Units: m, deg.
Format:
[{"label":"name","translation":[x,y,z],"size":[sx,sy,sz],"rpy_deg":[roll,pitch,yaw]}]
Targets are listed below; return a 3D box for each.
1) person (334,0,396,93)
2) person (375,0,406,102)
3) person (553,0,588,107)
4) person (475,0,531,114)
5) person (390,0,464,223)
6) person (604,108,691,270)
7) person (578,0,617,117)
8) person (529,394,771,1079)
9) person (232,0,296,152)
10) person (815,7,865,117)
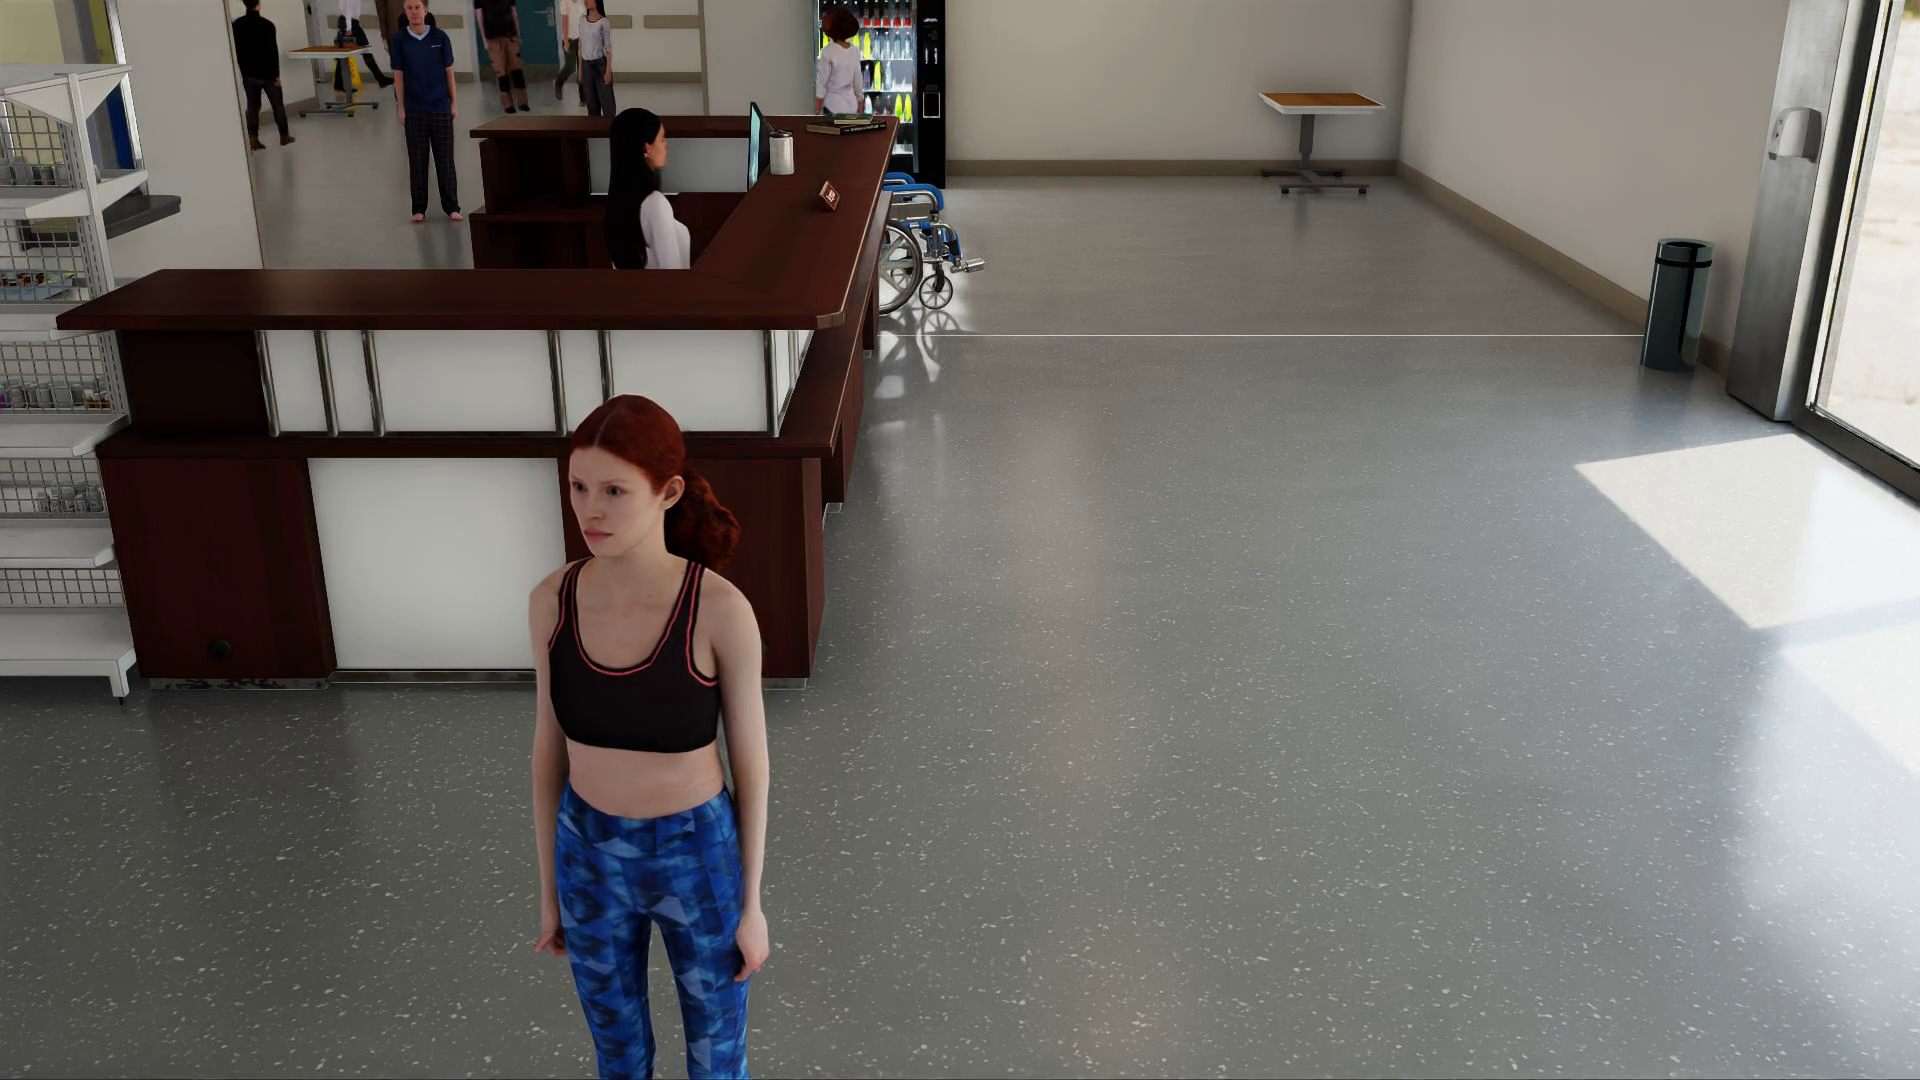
[{"label":"person","translation":[-8.833,-7.346,23.822],"size":[1.272,1.833,1.051],"rpy_deg":[-9,23,-23]},{"label":"person","translation":[-7.124,-6.350,21.144],"size":[1.151,1.866,1.146],"rpy_deg":[-16,26,-35]},{"label":"person","translation":[-5.207,-6.637,22.221],"size":[1.029,1.641,0.926],"rpy_deg":[16,26,36]},{"label":"person","translation":[-5.906,-6.408,21.376],"size":[0.897,1.810,0.942],"rpy_deg":[-10,23,-25]},{"label":"person","translation":[-4.465,-3.619,13.927],"size":[0.608,1.871,0.787],"rpy_deg":[-8,22,-19]},{"label":"person","translation":[-1.190,-0.740,6.413],"size":[0.727,1.809,0.691],"rpy_deg":[-16,26,-35]},{"label":"person","translation":[-3.886,-5.025,17.833],"size":[0.618,1.734,0.735],"rpy_deg":[11,23,27]},{"label":"person","translation":[-0.520,0.621,2.854],"size":[0.584,1.785,0.686],"rpy_deg":[5,21,12]},{"label":"person","translation":[-7.575,-5.019,17.890],"size":[1.008,1.682,0.698],"rpy_deg":[1,21,2]},{"label":"person","translation":[-0.990,-3.760,14.560],"size":[1.199,1.686,1.110],"rpy_deg":[17,27,38]}]
